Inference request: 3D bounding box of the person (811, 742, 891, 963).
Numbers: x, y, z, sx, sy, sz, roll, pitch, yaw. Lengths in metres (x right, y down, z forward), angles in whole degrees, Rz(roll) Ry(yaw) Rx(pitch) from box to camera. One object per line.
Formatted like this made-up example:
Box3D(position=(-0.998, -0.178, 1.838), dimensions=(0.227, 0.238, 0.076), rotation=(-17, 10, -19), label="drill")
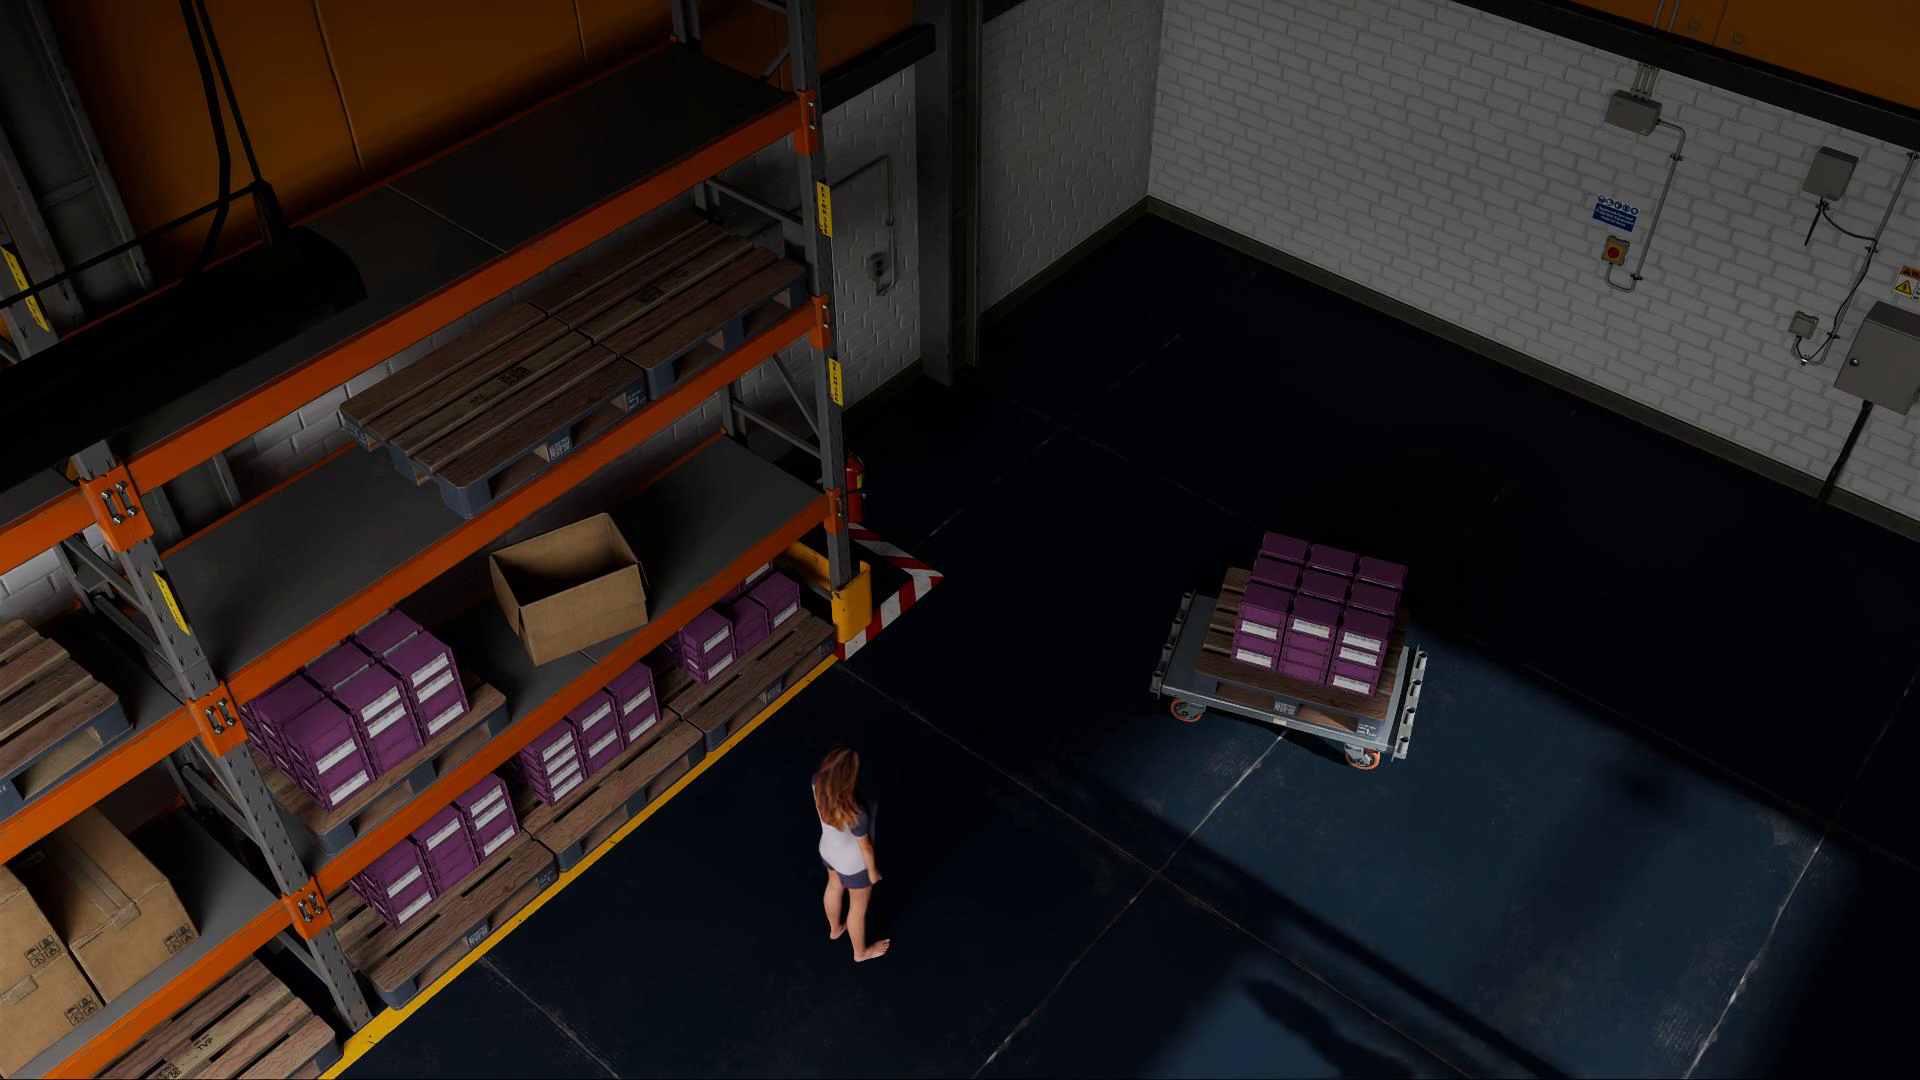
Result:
Box3D(position=(-0.625, 1.716, 9.133), dimensions=(0.592, 1.733, 0.628), rotation=(-30, 51, -28), label="person")
